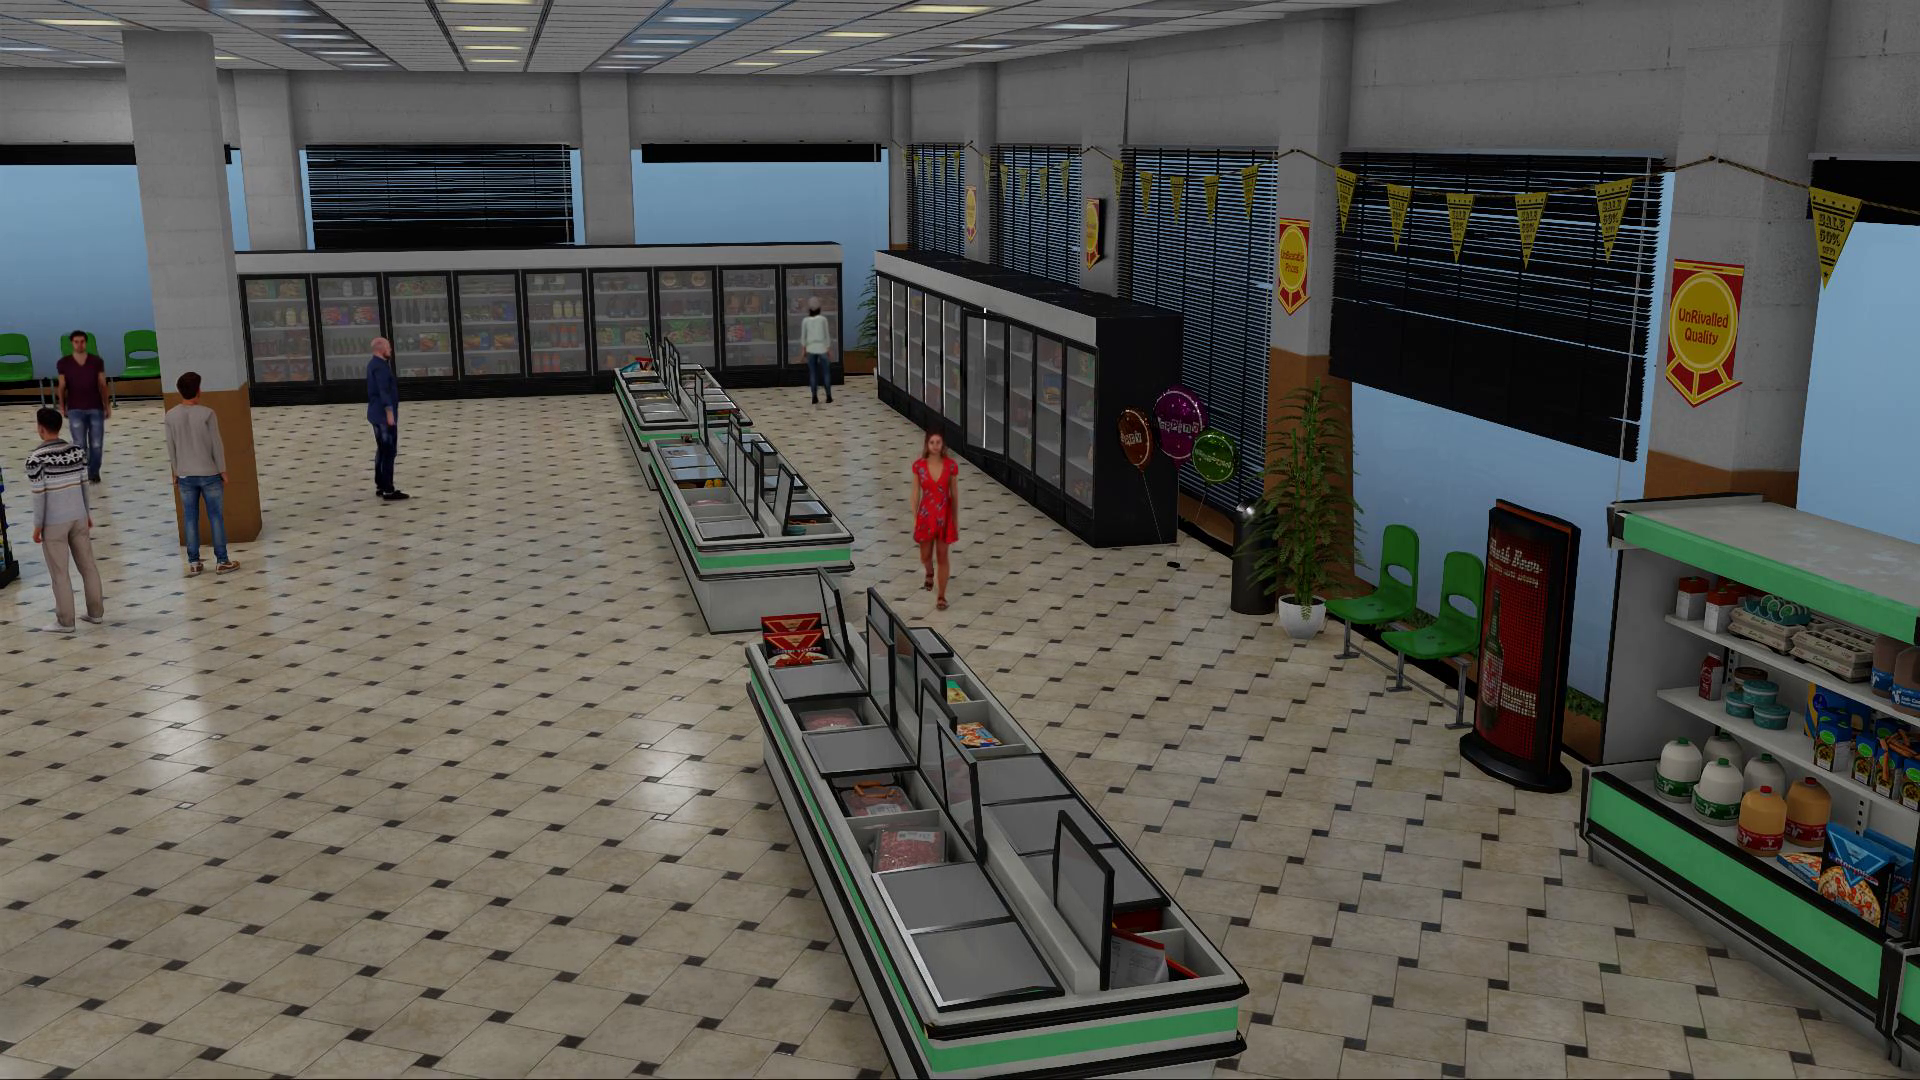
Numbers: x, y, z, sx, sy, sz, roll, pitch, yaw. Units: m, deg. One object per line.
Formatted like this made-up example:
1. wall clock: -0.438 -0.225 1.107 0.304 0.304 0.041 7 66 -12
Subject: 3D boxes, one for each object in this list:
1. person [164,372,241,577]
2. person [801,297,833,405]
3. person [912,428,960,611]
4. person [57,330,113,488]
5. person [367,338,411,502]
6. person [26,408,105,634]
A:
1. person: -7.090 -0.618 15.496 0.693 1.905 0.636 -1 14 -5
2. person: -2.199 -2.898 25.445 0.690 1.645 0.673 1 14 5
3. person: -0.198 -0.205 14.480 0.689 1.581 0.843 0 14 0
4. person: -10.271 -1.542 19.506 0.879 1.810 1.141 -8 16 -30
5. person: -6.493 -1.370 18.770 0.848 1.824 0.645 -9 16 -32
6. person: -7.415 -0.174 13.758 0.824 1.861 0.735 6 15 23
